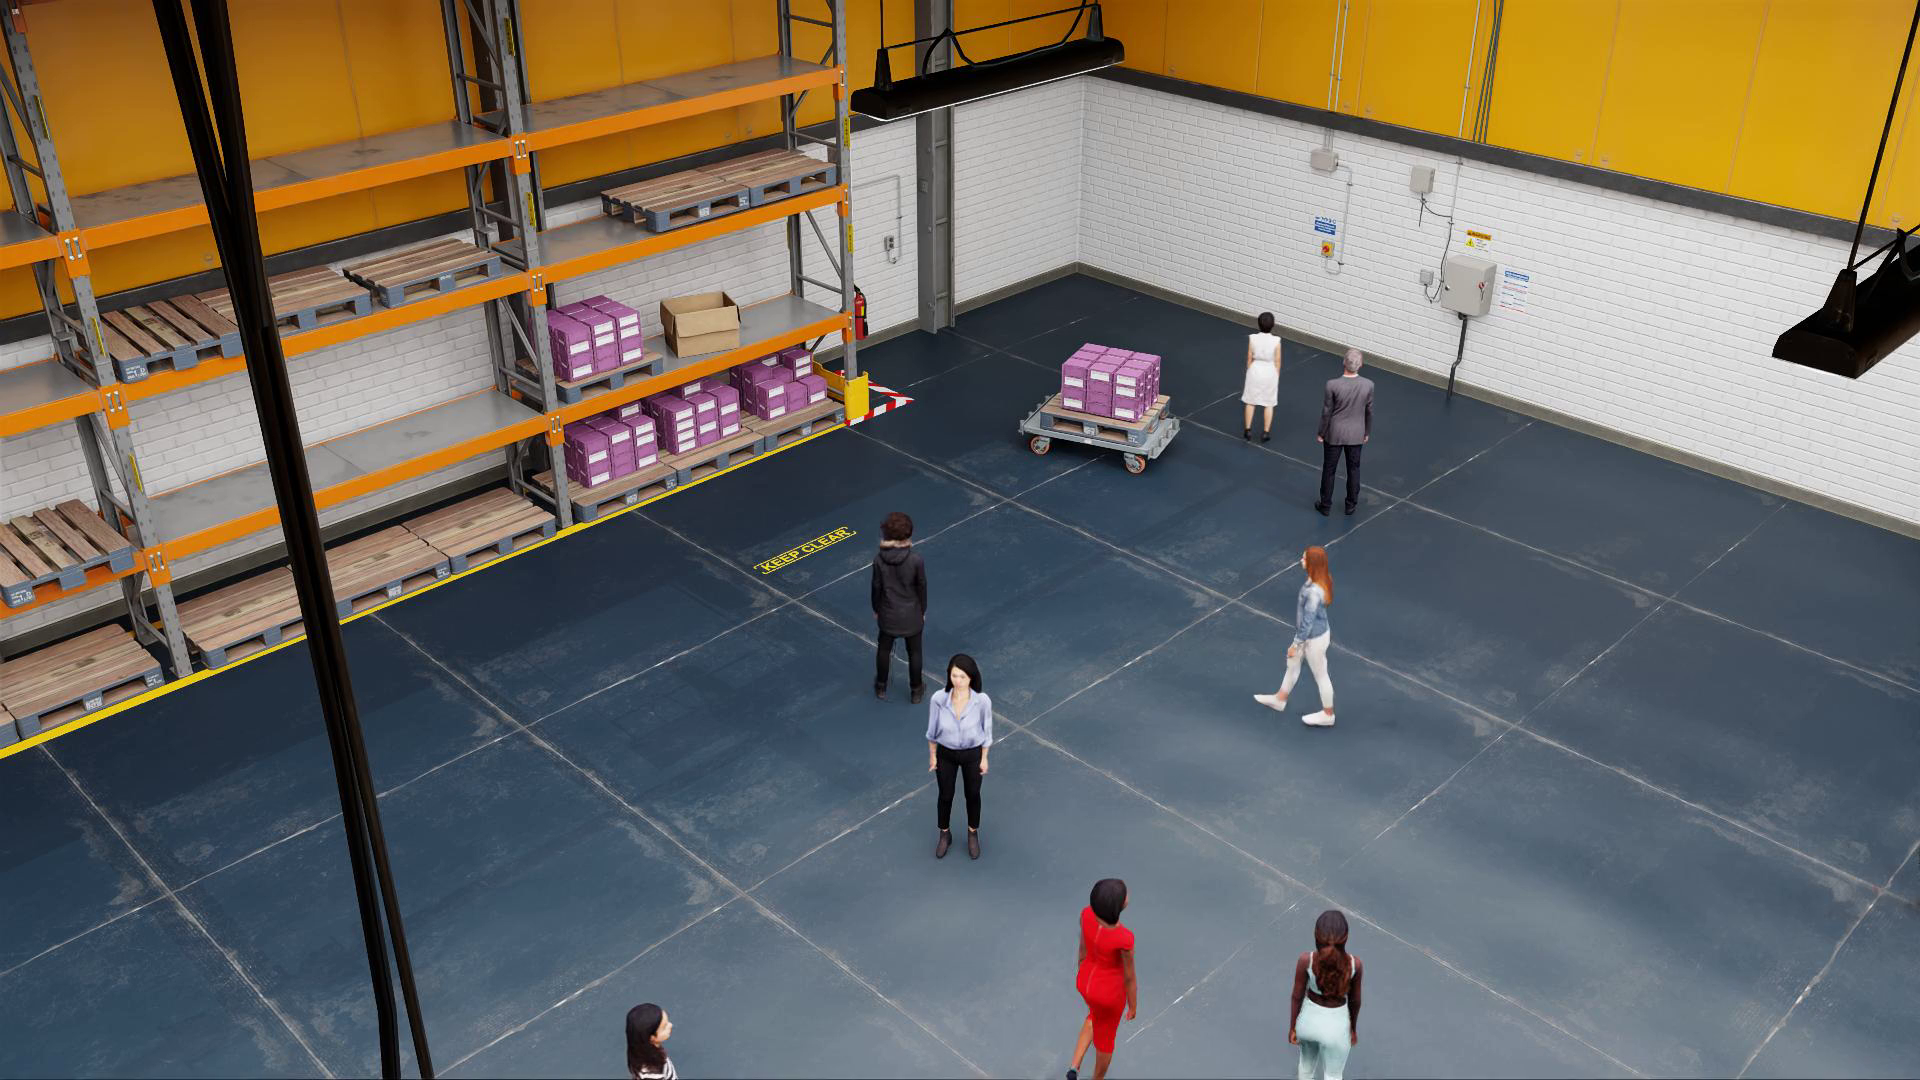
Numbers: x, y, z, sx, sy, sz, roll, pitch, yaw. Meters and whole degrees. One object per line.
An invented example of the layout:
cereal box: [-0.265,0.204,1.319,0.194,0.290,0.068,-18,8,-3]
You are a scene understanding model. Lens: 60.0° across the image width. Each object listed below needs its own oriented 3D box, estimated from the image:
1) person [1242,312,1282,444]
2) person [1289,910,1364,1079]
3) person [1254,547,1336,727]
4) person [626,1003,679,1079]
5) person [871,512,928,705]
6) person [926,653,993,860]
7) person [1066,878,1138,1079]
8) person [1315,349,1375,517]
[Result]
person: [3.428,-1.845,18.855,0.639,1.553,0.652,9,30,17]
person: [2.161,2.959,9.885,0.874,1.709,1.056,7,29,12]
person: [3.032,0.825,13.837,0.978,1.671,0.984,6,29,11]
person: [-1.680,3.275,9.216,0.611,1.796,0.647,-12,31,-21]
person: [-0.513,0.598,14.150,0.775,1.770,0.827,3,29,5]
person: [0.004,1.603,12.335,0.727,1.744,0.771,2,29,4]
person: [0.808,2.800,10.149,0.681,1.736,0.597,-24,37,-37]
person: [3.983,-1.120,17.224,0.794,1.842,0.862,-1,29,-1]
